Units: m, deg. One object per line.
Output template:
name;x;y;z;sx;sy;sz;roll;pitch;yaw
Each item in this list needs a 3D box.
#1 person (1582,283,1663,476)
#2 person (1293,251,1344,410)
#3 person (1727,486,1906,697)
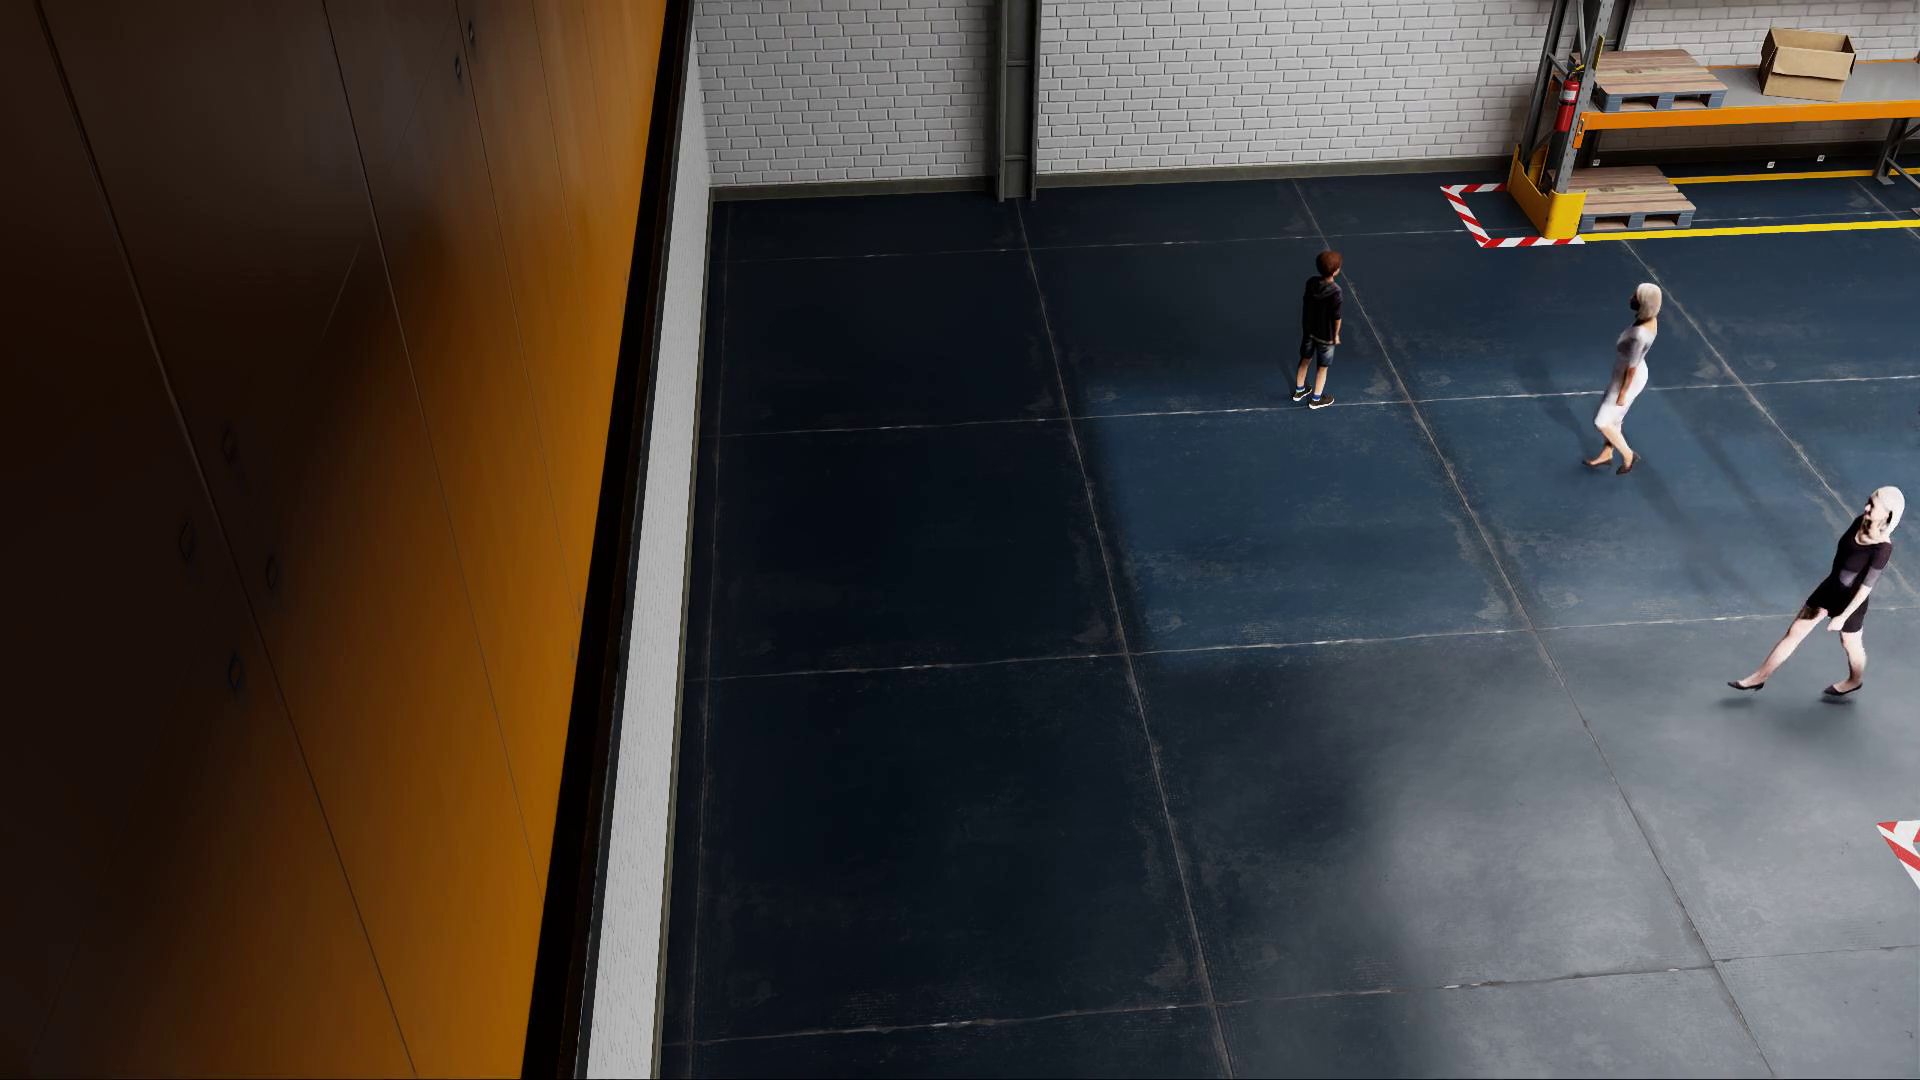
person;5.336;-1.226;13.115;0.807;1.740;0.737;19;42;22
person;3.043;-1.786;14.050;0.672;1.447;0.627;-29;47;-31
person;5.947;0.418;11.029;1.153;1.774;0.631;-2;39;-2
